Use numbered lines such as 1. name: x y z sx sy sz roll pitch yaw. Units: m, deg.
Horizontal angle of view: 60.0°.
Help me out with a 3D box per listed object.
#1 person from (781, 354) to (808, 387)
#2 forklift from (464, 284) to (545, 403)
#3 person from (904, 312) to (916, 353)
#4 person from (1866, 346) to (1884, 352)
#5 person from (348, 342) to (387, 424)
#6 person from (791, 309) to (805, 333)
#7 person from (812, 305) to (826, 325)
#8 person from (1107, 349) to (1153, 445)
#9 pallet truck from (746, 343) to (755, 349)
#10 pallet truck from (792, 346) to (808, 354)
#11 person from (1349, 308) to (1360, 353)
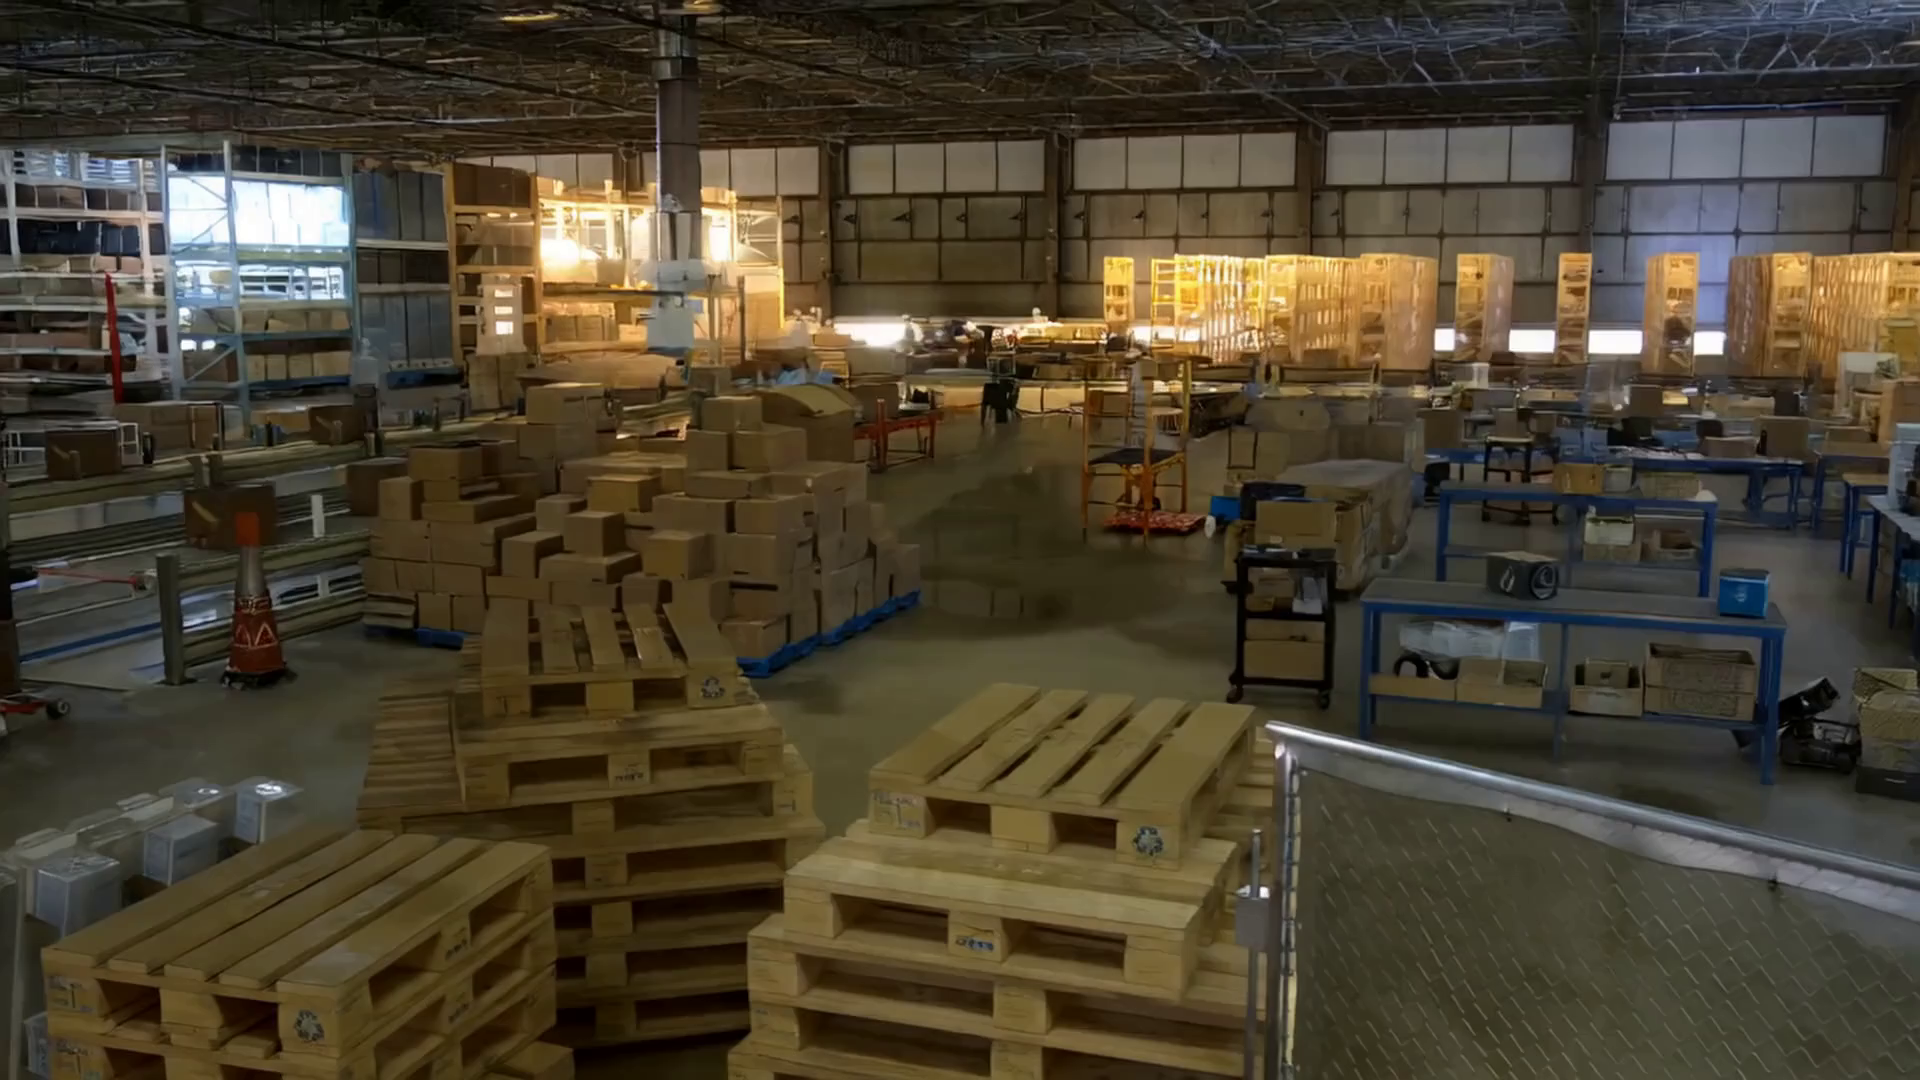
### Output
1. person: -2.858 -2.419 29.067 0.538 1.675 0.718 4 10 23
2. forklift: -10.832 -4.702 39.610 1.129 2.768 1.873 3 10 20
3. person: -1.395 -5.674 48.595 0.978 1.960 0.623 2 9 11
4. person: 21.136 -4.036 38.481 0.403 1.906 0.652 4 10 25
5. person: -10.371 -2.549 29.308 0.840 1.870 0.479 2 9 12
6. person: -6.346 -8.257 65.537 0.851 1.706 0.548 7 11 37
7. person: -5.121 -7.587 60.655 0.615 1.942 0.407 -6 11 -32
8. person: 3.125 -2.542 29.699 0.911 1.714 0.528 -1 9 -8
9. pallet truck: -6.183 -4.618 44.264 1.601 1.201 0.680 -9 12 -43
10. pallet truck: -3.705 -4.298 42.022 0.653 1.274 1.630 3 10 20
11. person: 14.525 -7.603 61.096 0.389 1.837 0.563 8 12 42
